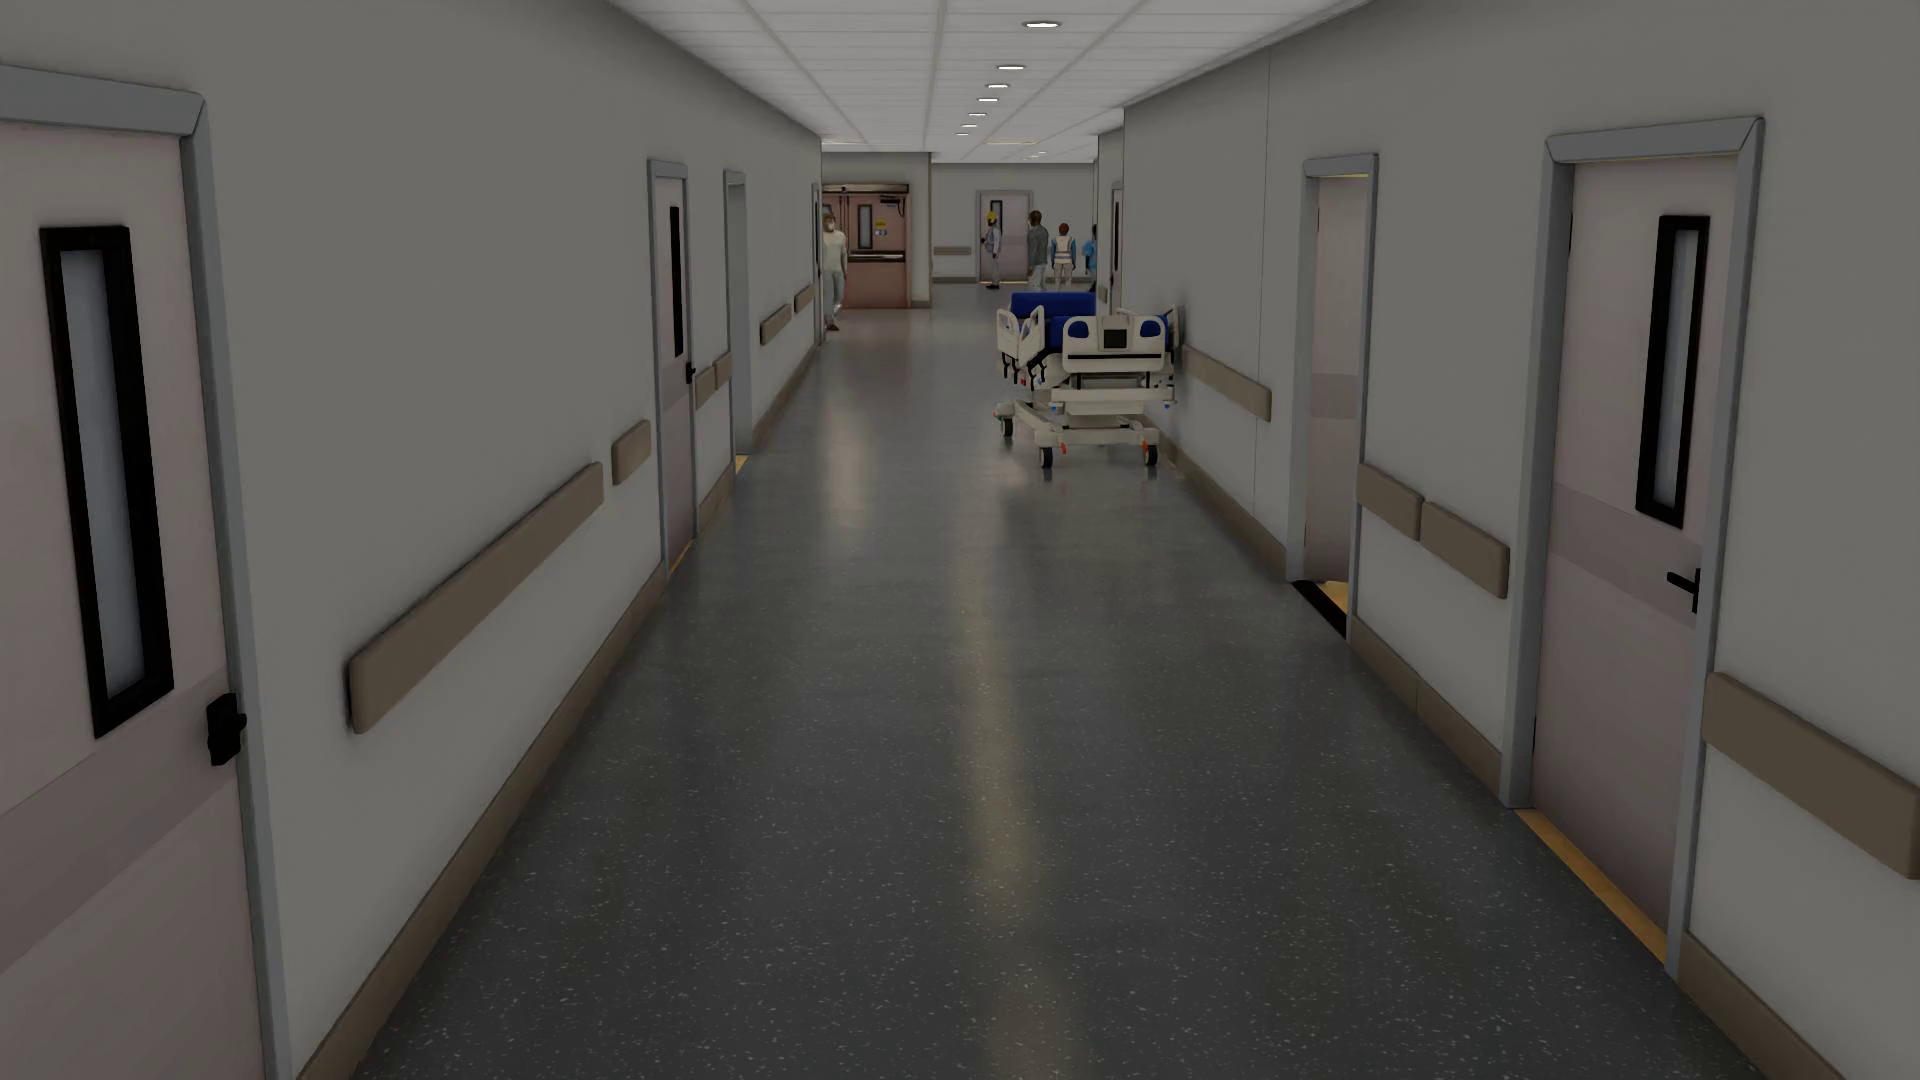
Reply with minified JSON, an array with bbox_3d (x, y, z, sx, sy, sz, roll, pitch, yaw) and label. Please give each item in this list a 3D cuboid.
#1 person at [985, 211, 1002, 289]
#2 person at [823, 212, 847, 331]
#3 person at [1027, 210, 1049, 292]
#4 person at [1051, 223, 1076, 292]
[{"bbox_3d":[0.786,-6.884,39.555,0.403,1.827,0.600,-1,12,-4],"label":"person"},{"bbox_3d":[-2.147,-4.374,27.105,0.640,1.918,0.619,-8,14,-33],"label":"person"},{"bbox_3d":[1.342,-4.771,28.994,0.355,1.938,0.634,6,13,25],"label":"person"},{"bbox_3d":[2.112,-5.641,33.970,0.525,1.636,0.307,3,12,14],"label":"person"}]
